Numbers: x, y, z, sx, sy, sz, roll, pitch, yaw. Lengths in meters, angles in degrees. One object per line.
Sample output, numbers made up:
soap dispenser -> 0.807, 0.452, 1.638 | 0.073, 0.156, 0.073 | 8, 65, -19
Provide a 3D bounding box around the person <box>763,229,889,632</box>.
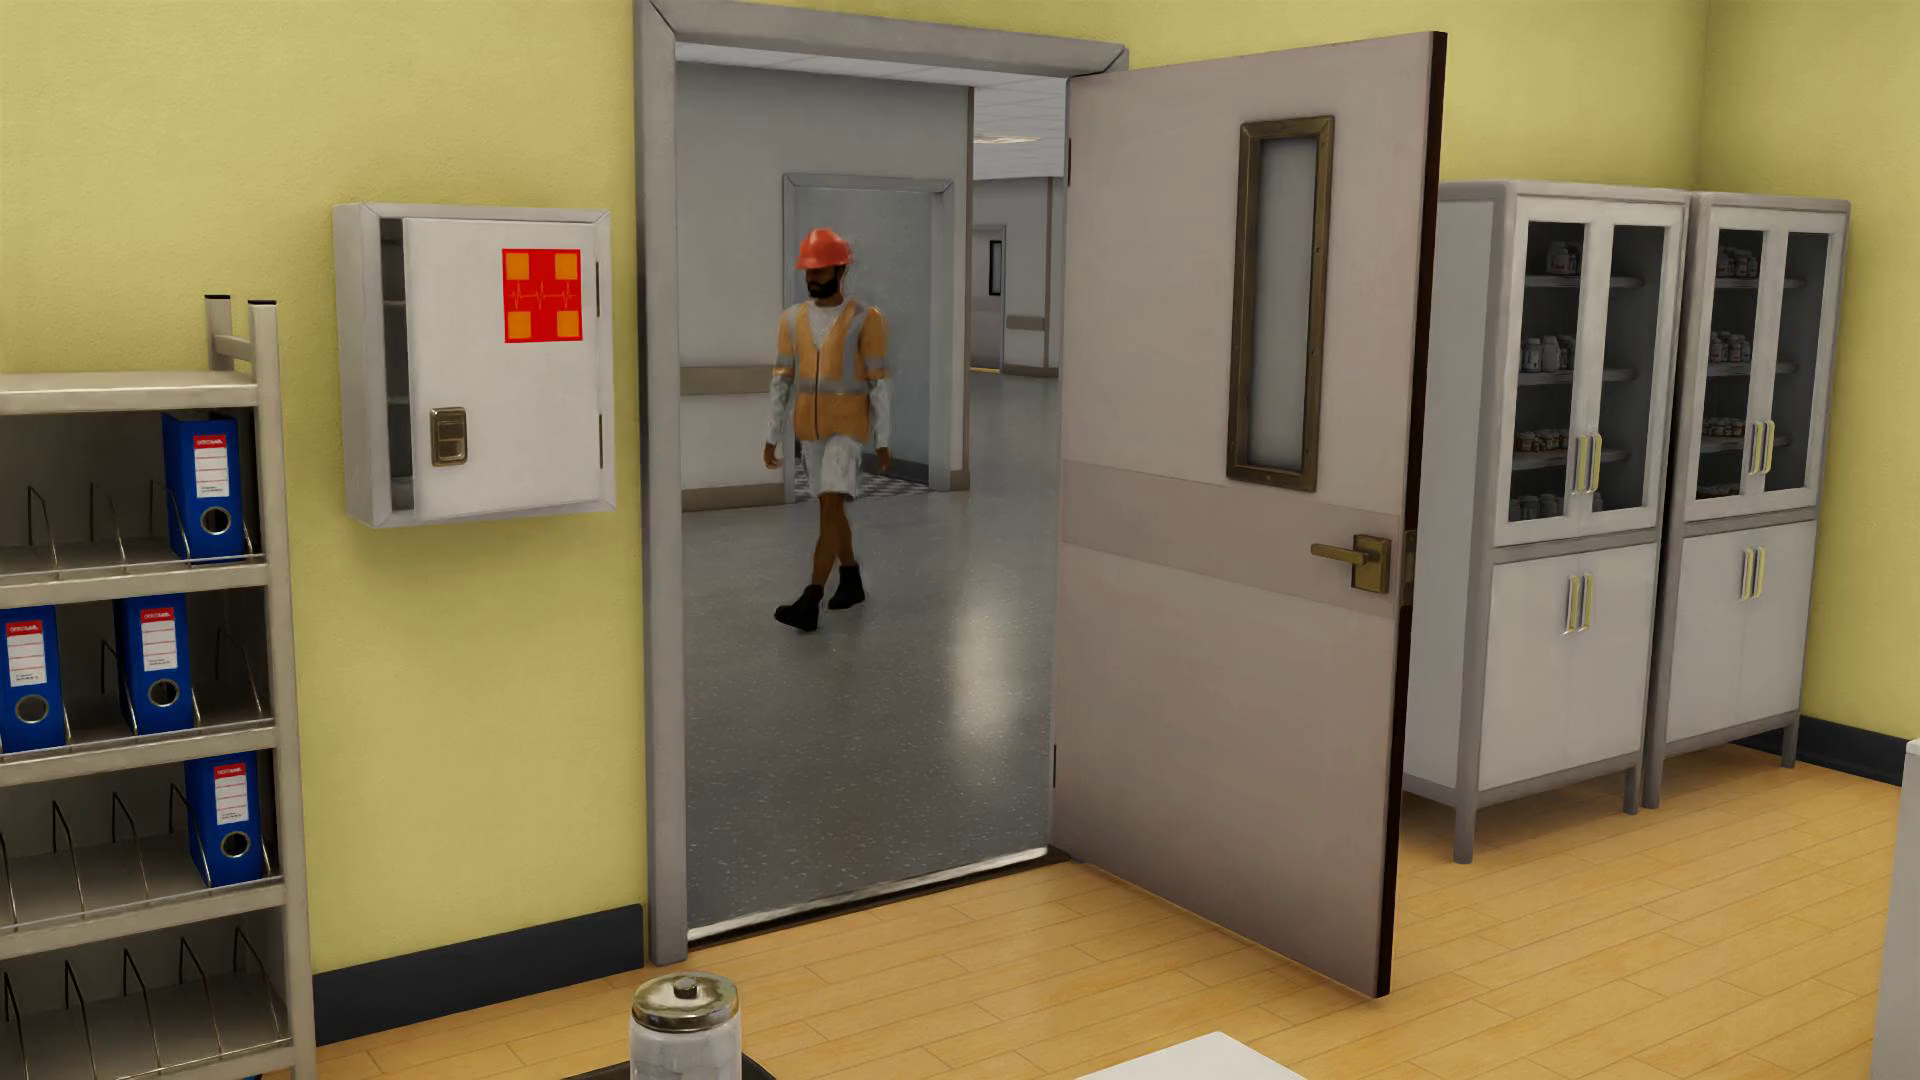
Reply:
person -> -0.657, -0.535, 7.985 | 0.572, 1.880, 1.003 | 5, 10, 24
